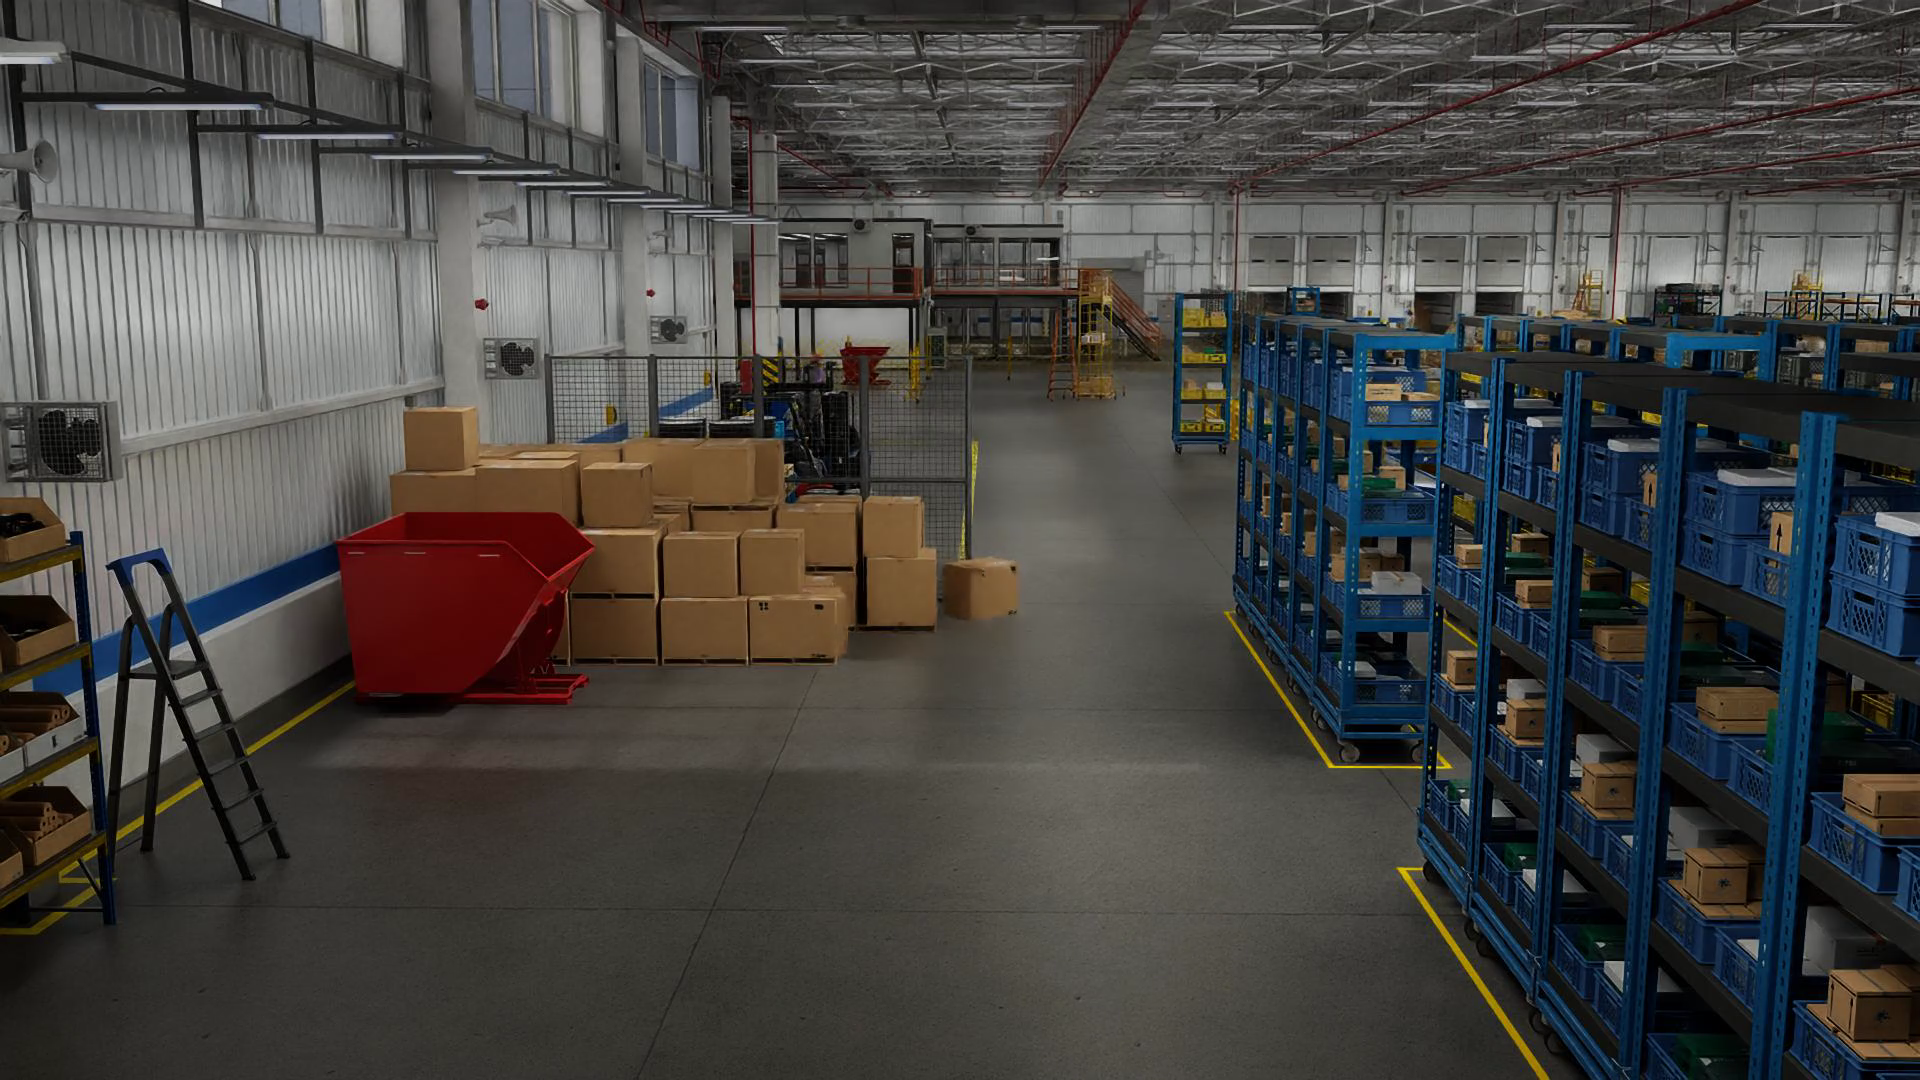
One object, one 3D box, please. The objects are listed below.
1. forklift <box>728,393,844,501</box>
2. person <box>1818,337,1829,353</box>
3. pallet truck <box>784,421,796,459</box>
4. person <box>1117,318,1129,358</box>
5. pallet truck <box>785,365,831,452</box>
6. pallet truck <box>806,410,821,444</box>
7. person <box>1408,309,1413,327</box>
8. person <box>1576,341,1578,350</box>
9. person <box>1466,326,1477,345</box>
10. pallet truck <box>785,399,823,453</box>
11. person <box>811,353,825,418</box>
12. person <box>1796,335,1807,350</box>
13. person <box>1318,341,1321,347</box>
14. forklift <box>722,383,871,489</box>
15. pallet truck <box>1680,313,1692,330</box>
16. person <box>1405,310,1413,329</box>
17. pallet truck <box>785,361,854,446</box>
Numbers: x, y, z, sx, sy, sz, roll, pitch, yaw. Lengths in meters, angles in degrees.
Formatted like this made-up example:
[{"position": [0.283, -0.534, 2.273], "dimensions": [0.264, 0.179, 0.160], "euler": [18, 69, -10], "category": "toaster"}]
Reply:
[{"position": [-2.979, -1.316, 26.476], "dimensions": [2.680, 1.987, 1.157], "euler": [0, 9, 1], "category": "forklift"}, {"position": [31.717, -6.699, 61.103], "dimensions": [0.555, 1.861, 1.051], "euler": [-7, 11, -35], "category": "person"}, {"position": [-4.013, -1.793, 32.705], "dimensions": [1.601, 1.201, 0.680], "euler": [0, 9, 1], "category": "pallet truck"}, {"position": [7.657, -9.471, 78.051], "dimensions": [0.584, 1.882, 0.337], "euler": [3, 10, 19], "category": "person"}, {"position": [-3.774, -2.976, 37.635], "dimensions": [1.885, 1.965, 0.823], "euler": [1, 9, 5], "category": "pallet truck"}, {"position": [-3.559, -2.018, 33.905], "dimensions": [1.522, 1.261, 0.704], "euler": [0, 9, -1], "category": "pallet truck"}, {"position": [25.592, -12.175, 94.630], "dimensions": [0.395, 1.920, 0.584], "euler": [5, 11, 30], "category": "person"}, {"position": [21.929, -6.536, 59.726], "dimensions": [0.464, 1.948, 0.640], "euler": [1, 9, 5], "category": "person"}, {"position": [24.068, -9.495, 78.078], "dimensions": [0.613, 1.920, 0.646], "euler": [0, 9, -1], "category": "person"}, {"position": [-3.814, -2.432, 36.419], "dimensions": [1.630, 1.274, 0.653], "euler": [0, 9, 1], "category": "pallet truck"}, {"position": [-3.700, -3.751, 42.337], "dimensions": [0.607, 2.022, 0.608], "euler": [8, 12, 40], "category": "person"}, {"position": [30.741, -6.683, 60.909], "dimensions": [0.328, 1.867, 0.520], "euler": [-2, 9, -10], "category": "person"}, {"position": [14.270, -7.383, 65.058], "dimensions": [0.540, 1.930, 0.384], "euler": [-1, 9, -5], "category": "person"}, {"position": [-2.893, -1.687, 28.729], "dimensions": [2.680, 1.987, 1.157], "euler": [0, 9, -1], "category": "forklift"}, {"position": [36.315, -10.531, 84.244], "dimensions": [0.823, 1.965, 1.885], "euler": [-6, 11, -33], "category": "pallet truck"}, {"position": [24.953, -11.773, 92.119], "dimensions": [0.796, 1.916, 0.638], "euler": [6, 11, 34], "category": "person"}, {"position": [-3.410, -3.193, 38.978], "dimensions": [1.885, 1.965, 0.823], "euler": [0, 9, -1], "category": "pallet truck"}]
